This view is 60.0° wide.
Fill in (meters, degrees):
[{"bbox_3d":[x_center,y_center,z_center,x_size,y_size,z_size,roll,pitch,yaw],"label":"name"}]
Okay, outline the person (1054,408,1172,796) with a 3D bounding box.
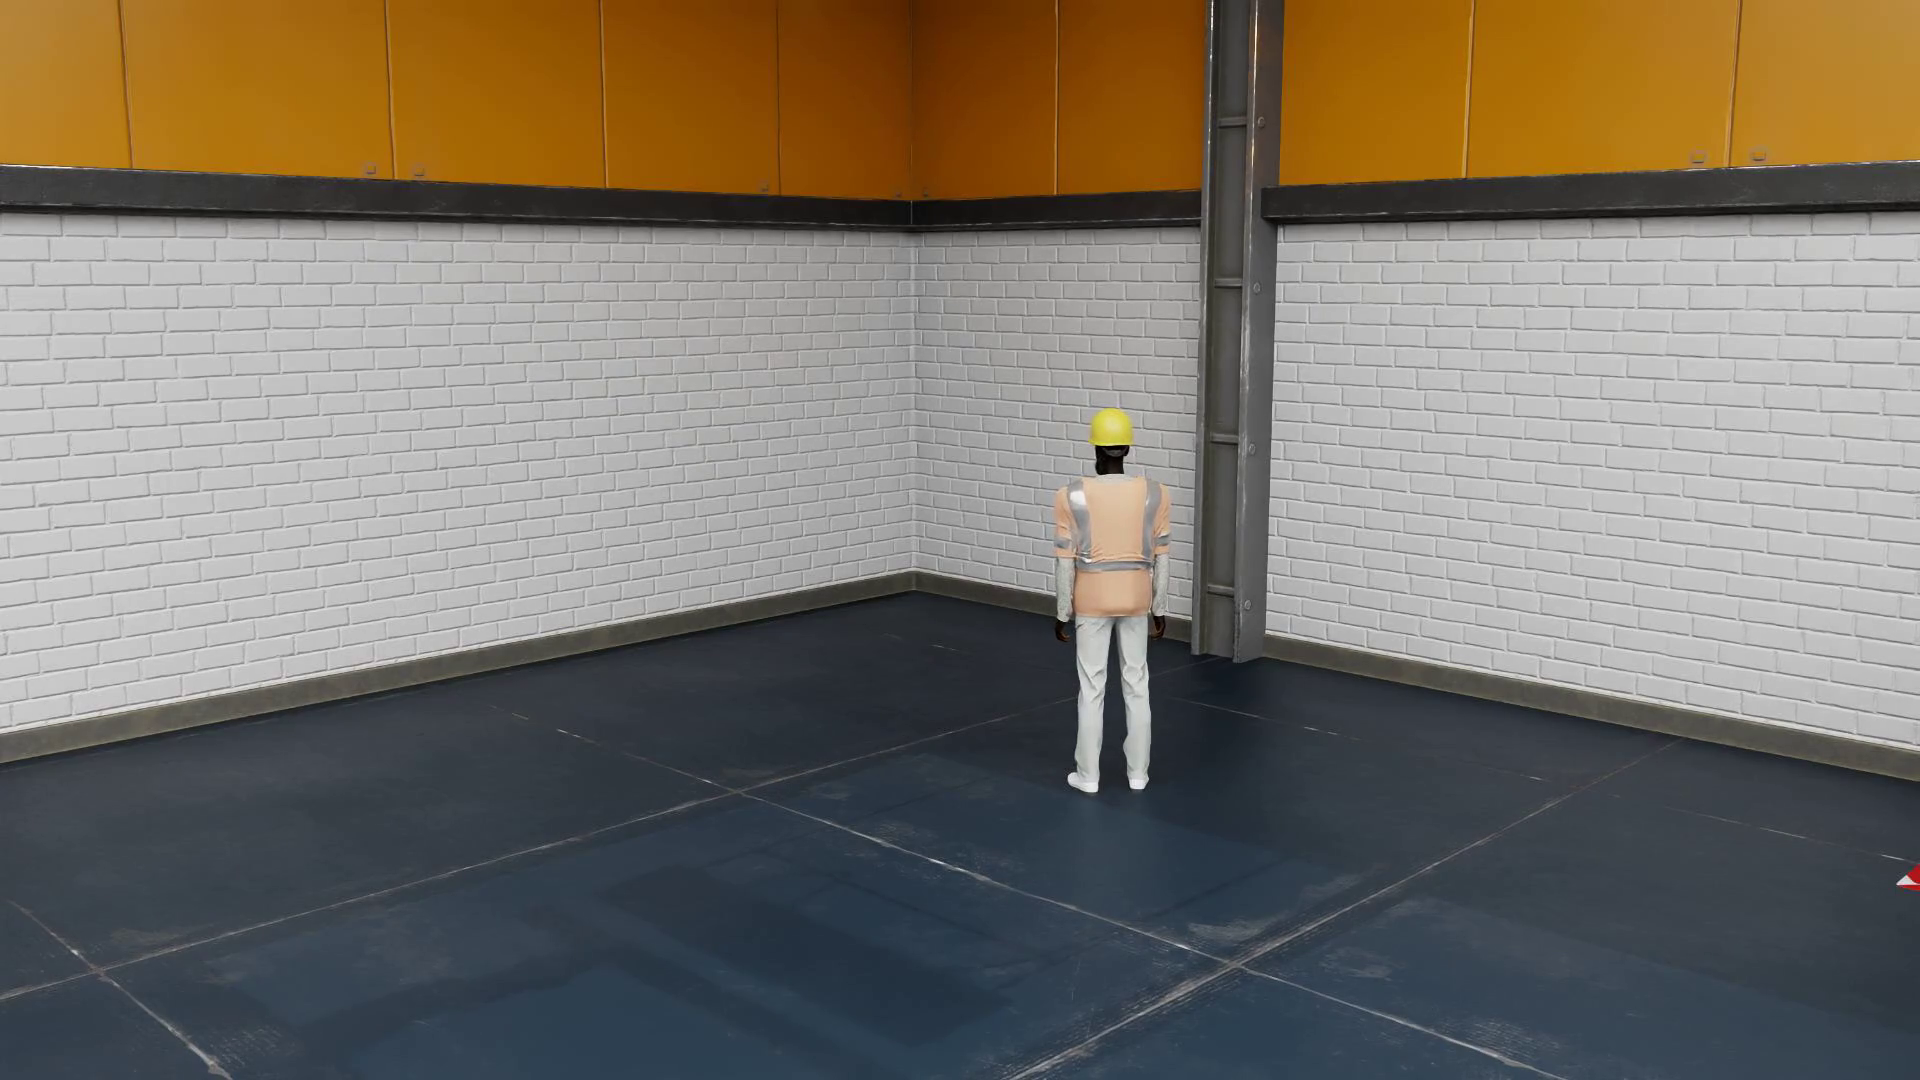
[{"bbox_3d":[0.747,0.312,8.240,0.587,1.930,0.359,-1,9,-7],"label":"person"}]
